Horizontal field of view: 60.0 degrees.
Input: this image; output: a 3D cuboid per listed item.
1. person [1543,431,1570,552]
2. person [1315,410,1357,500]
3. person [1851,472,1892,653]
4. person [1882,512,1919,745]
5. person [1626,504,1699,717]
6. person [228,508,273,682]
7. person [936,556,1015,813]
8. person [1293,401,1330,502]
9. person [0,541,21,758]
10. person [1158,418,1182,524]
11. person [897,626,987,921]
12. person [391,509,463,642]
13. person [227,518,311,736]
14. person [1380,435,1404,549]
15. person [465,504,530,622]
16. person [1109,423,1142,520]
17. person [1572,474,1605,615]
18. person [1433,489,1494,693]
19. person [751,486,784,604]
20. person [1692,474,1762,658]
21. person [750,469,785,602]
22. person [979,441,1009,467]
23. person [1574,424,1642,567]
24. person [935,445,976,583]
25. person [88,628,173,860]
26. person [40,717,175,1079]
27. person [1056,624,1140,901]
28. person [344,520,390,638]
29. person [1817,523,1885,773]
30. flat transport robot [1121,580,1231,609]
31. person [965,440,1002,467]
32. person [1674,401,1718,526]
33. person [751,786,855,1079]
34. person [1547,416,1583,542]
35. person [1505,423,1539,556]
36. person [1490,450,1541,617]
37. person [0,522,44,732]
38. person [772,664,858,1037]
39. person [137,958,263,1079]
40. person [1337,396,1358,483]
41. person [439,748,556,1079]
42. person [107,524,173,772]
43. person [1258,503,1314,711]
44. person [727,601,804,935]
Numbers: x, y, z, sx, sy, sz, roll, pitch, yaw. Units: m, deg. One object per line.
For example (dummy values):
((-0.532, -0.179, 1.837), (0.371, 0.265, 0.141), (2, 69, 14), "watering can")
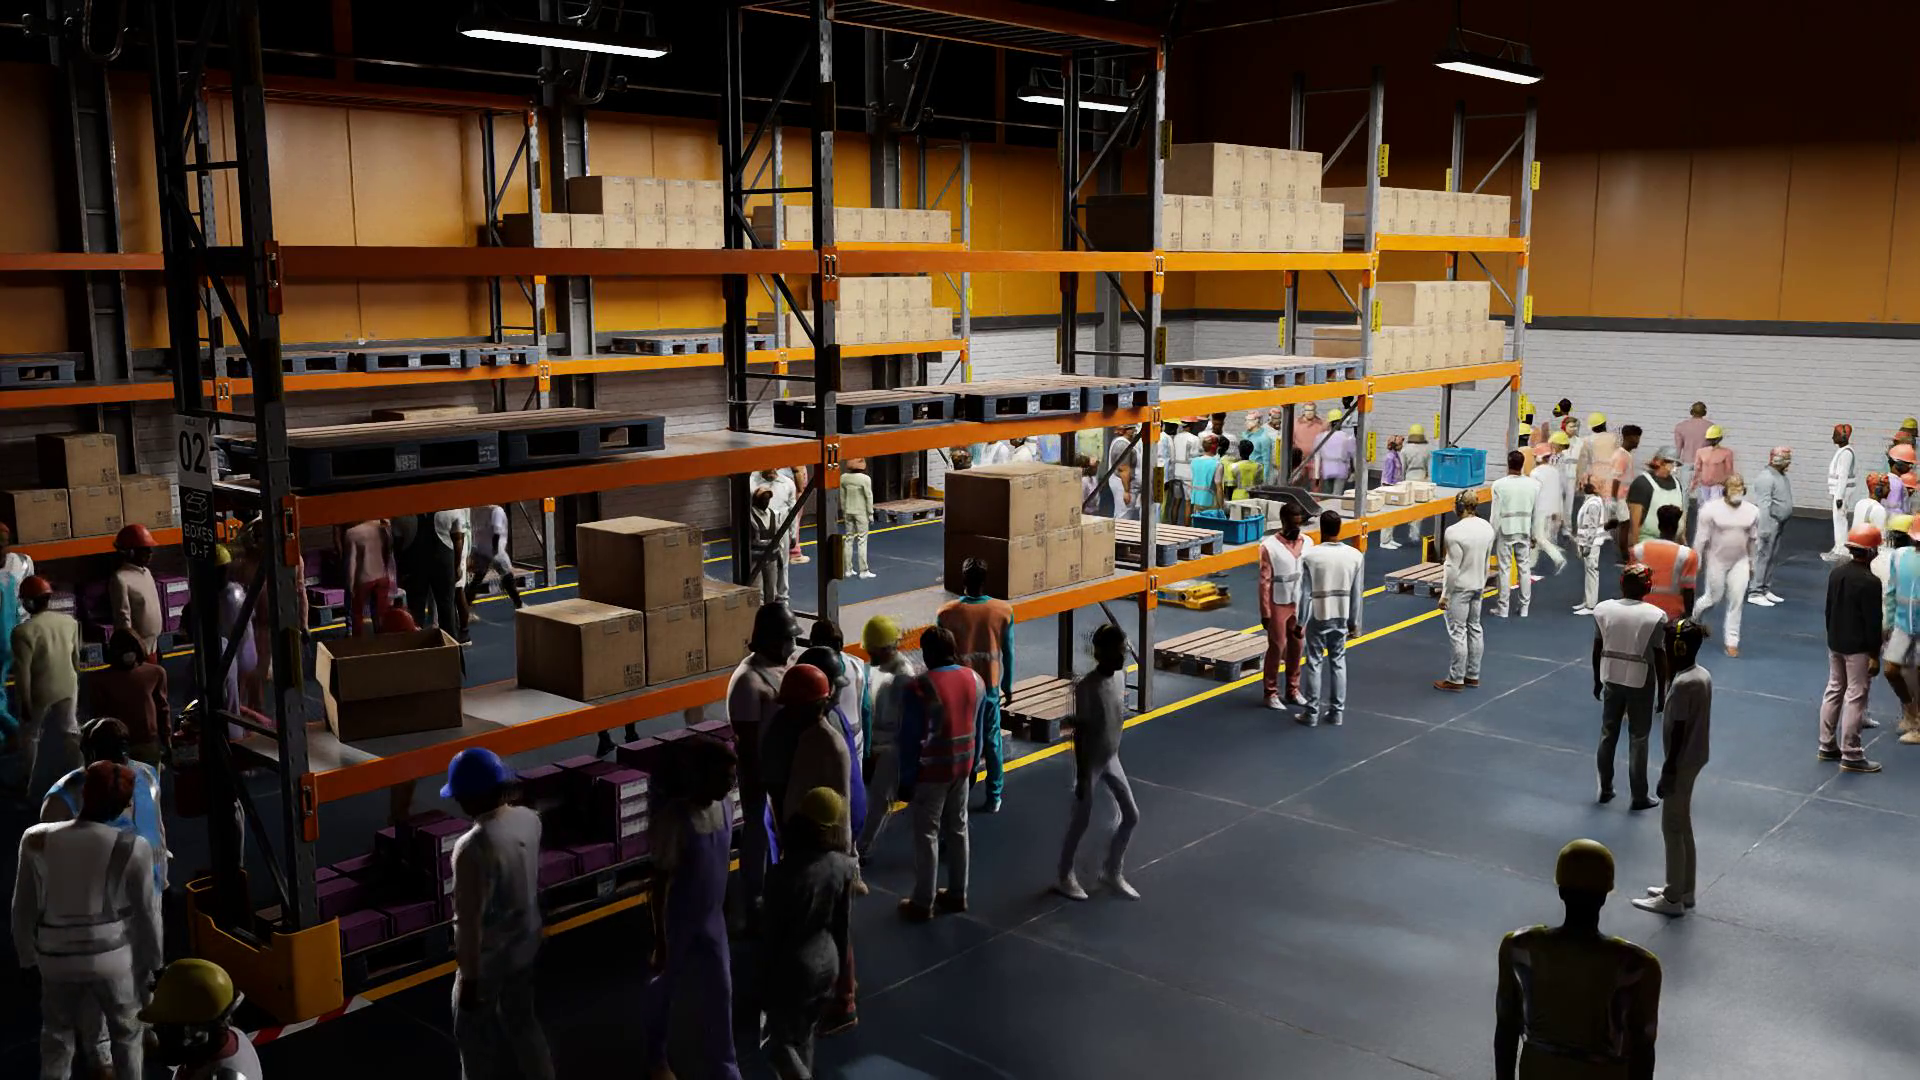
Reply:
((8.341, -0.662, 23.229), (0.337, 1.725, 0.491), (6, 11, 31), "person")
((5.599, -0.977, 24.576), (0.617, 1.884, 0.927), (6, 11, 33), "person")
((9.513, 0.229, 17.385), (0.347, 1.882, 0.584), (1, 10, 5), "person")
((8.037, 0.738, 13.966), (0.452, 2.008, 0.633), (-6, 11, -30), "person")
((6.296, 0.625, 14.934), (0.626, 1.922, 0.925), (8, 12, 40), "person")
((-6.888, 0.452, 16.181), (0.429, 1.844, 0.627), (-5, 11, -25), "person")
((0.114, 1.073, 12.241), (0.596, 1.918, 0.385), (-2, 10, -13), "person")
((5.473, -1.243, 26.153), (0.644, 1.898, 0.397), (2, 10, 11), "person")
((-7.871, 0.904, 13.597), (0.496, 1.812, 0.568), (1, 10, 8), "person")
((3.016, -0.922, 24.168), (0.413, 1.918, 0.586), (4, 10, 23), "person")
((-0.129, 1.439, 10.335), (0.636, 1.831, 0.429), (-8, 13, -41), "person")
((-5.403, 0.229, 16.915), (0.681, 2.000, 0.535), (-3, 10, -16), "person")
((-5.868, 0.754, 14.186), (0.651, 1.906, 0.403), (-8, 12, -39), "person")
((6.120, -0.684, 23.593), (0.312, 1.632, 0.526), (4, 10, 21), "person")
((-5.246, 0.117, 18.772), (0.904, 1.638, 0.545), (-7, 12, -34), "person")
((2.292, -0.723, 22.600), (0.537, 2.000, 0.689), (0, 10, -1), "person")
((7.261, 0.052, 19.176), (0.312, 1.638, 0.512), (4, 10, 21), "person")
((4.763, 0.477, 15.741), (0.635, 1.939, 0.362), (-7, 12, -37), "person")
((-2.161, 0.224, 18.169), (0.516, 1.632, 0.314), (-7, 12, -38), "person")
((7.947, 0.226, 17.333), (0.661, 1.910, 0.753), (1, 10, 4), "person")
((-2.265, -0.169, 19.616), (0.371, 1.935, 0.627), (7, 12, 37), "person")
((0.430, -0.718, 22.877), (0.354, 1.939, 0.544), (-8, 12, -40), "person")
((8.734, -0.611, 22.294), (0.841, 1.929, 0.652), (5, 11, 27), "person")
((0.113, -0.388, 21.212), (0.930, 1.846, 0.588), (-7, 12, -36), "person")
((-5.568, 1.390, 11.204), (0.497, 1.633, 0.284), (-8, 13, -41), "person")
((-4.184, 1.777, 8.275), (0.429, 1.844, 0.624), (4, 10, 24), "person")
((0.872, 1.410, 10.521), (0.630, 1.825, 0.530), (9, 13, 43), "person")
((-5.996, 0.413, 16.752), (0.778, 1.709, 0.541), (8, 12, 40), "person")
((7.169, 0.852, 13.326), (0.374, 1.997, 0.613), (-1, 10, -6), "person")
((2.479, 0.595, 20.005), (1.431, 0.197, 0.652), (8, 13, 41), "flat transport robot")
((0.313, -0.889, 23.778), (0.607, 1.987, 0.410), (-6, 11, -31), "person")
((11.261, -1.156, 25.491), (0.628, 1.940, 0.378), (5, 11, 27), "person")
((-0.719, 1.961, 7.569), (0.513, 1.702, 0.525), (9, 13, 44), "person")
((8.773, -0.887, 24.198), (0.574, 1.839, 0.393), (-3, 10, -15), "person")
((7.512, -0.609, 22.316), (0.591, 1.913, 0.396), (-5, 11, -29), "person")
((6.347, -0.066, 19.048), (0.597, 1.915, 0.370), (-1, 10, -7), "person")
((-8.171, 0.764, 14.221), (0.358, 1.879, 0.592), (7, 12, 36), "person")
((-0.784, 1.619, 8.804), (0.409, 1.984, 0.613), (-5, 11, -29), "person")
((-2.459, 2.248, 5.481), (0.404, 1.835, 0.587), (-4, 10, -24), "person")
((7.126, -1.896, 30.654), (0.320, 1.695, 0.534), (-7, 12, -35), "person")
((-2.113, 1.854, 7.603), (0.655, 1.912, 0.664), (3, 10, 19), "person")
((-6.551, 0.858, 13.295), (0.382, 1.996, 0.608), (-1, 10, -6), "person")
((2.955, 0.596, 15.133), (0.603, 1.904, 0.386), (-5, 11, -30), "person")
((-1.090, 1.366, 10.131), (0.536, 2.000, 0.681), (4, 10, 23), "person")
